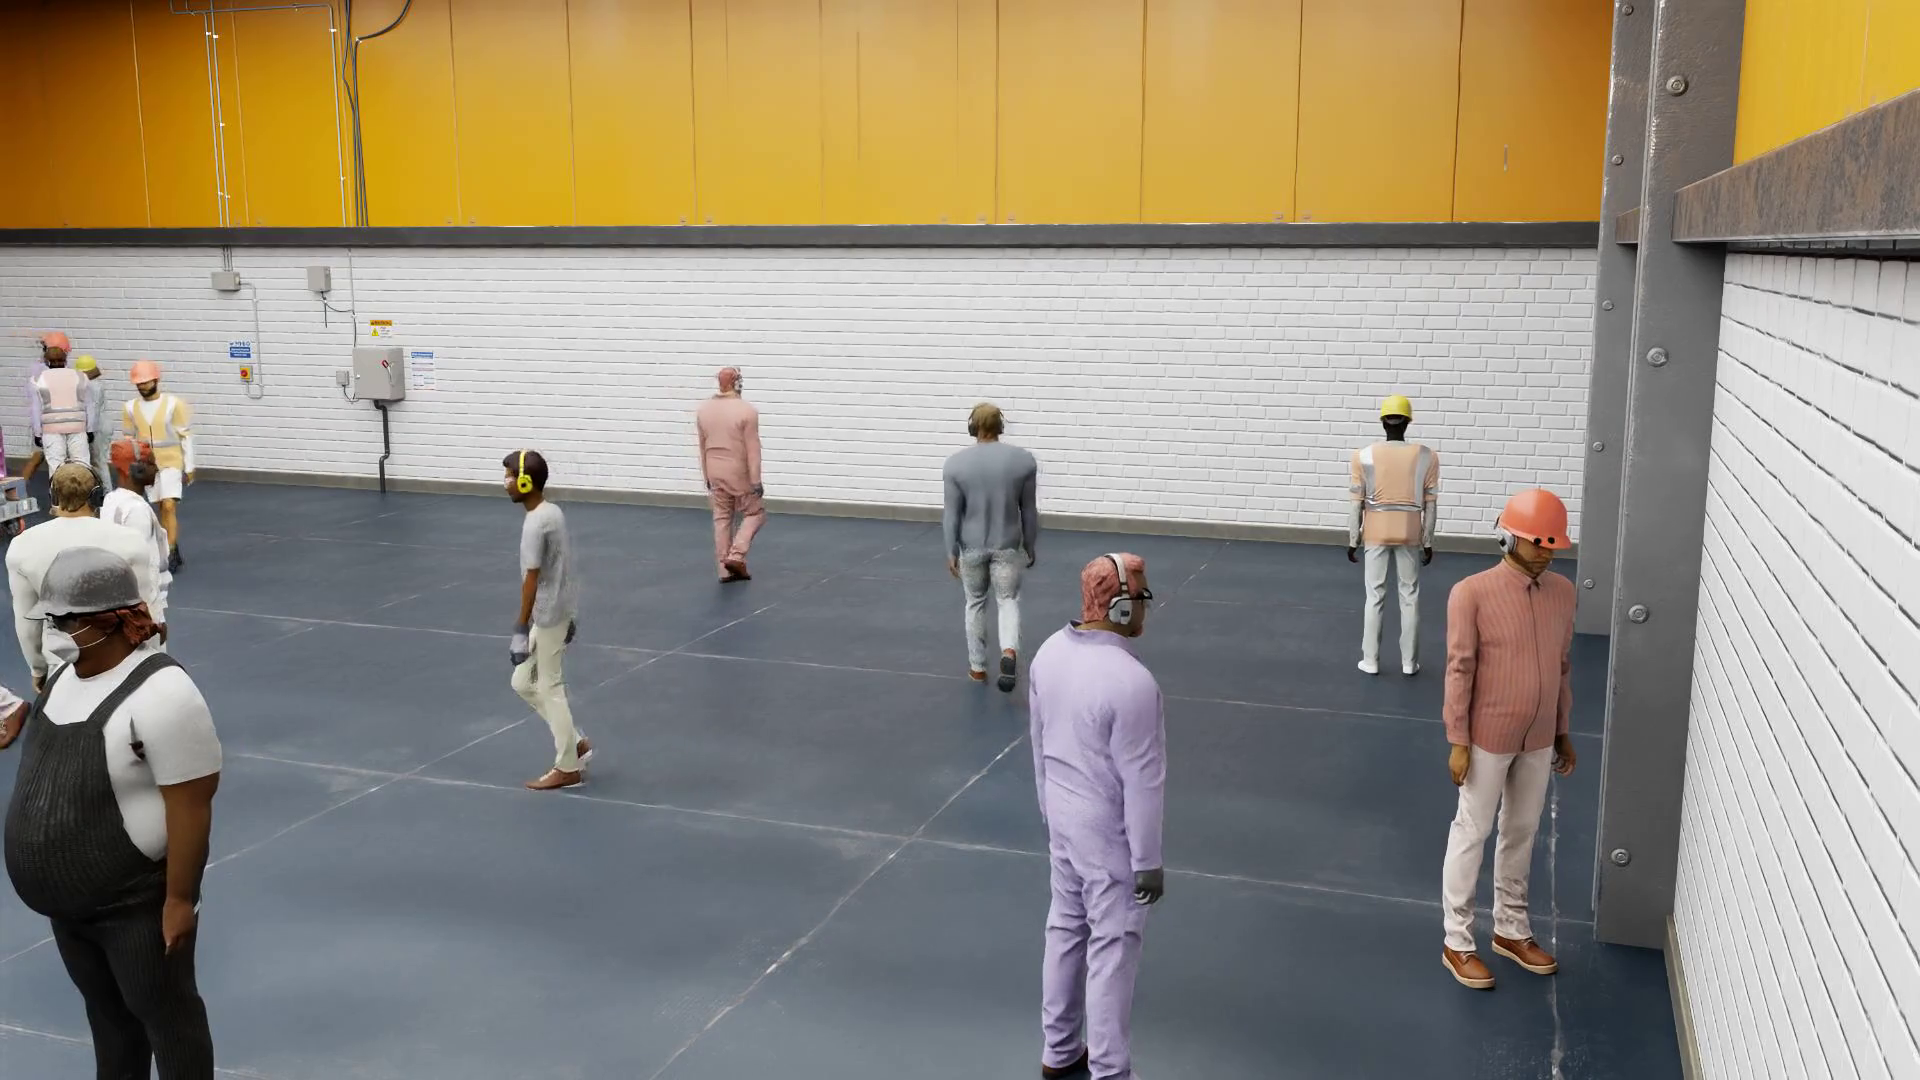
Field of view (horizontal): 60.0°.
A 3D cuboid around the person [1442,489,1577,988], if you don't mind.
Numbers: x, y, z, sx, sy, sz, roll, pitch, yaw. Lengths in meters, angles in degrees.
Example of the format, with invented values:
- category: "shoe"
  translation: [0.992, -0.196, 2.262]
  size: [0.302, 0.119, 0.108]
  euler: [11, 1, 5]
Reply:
- category: "person"
  translation: [2.195, 0.775, 6.607]
  size: [0.611, 1.987, 0.392]
  euler: [-4, 11, -22]

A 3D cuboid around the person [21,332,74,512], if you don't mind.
- category: "person"
  translation: [-10.052, -1.305, 18.369]
  size: [0.628, 1.978, 1.077]
  euler: [5, 11, 28]

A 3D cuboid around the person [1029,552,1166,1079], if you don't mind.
- category: "person"
  translation: [0.504, 0.983, 5.665]
  size: [0.403, 1.906, 0.651]
  euler: [-5, 11, -28]

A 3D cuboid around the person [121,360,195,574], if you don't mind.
- category: "person"
  translation: [-7.169, -0.641, 14.789]
  size: [0.579, 1.904, 0.836]
  euler: [-1, 10, -4]

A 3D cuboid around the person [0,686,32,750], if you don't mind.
- category: "person"
  translation: [-5.757, 0.323, 9.461]
  size: [0.520, 1.882, 0.692]
  euler: [-9, 13, -41]

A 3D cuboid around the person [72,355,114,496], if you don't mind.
- category: "person"
  translation: [-9.746, -1.236, 18.724]
  size: [0.365, 1.710, 0.527]
  euler: [-7, 12, -34]

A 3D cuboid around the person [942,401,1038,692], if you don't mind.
- category: "person"
  translation: [0.202, 0.057, 10.863]
  size: [0.636, 1.916, 0.755]
  euler: [-1, 10, -3]

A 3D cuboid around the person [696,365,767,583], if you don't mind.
- category: "person"
  translation: [-1.951, -0.561, 14.387]
  size: [0.676, 1.891, 0.432]
  euler: [6, 12, 30]

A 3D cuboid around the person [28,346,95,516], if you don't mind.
- category: "person"
  translation: [-9.727, -1.182, 18.040]
  size: [0.627, 1.844, 0.429]
  euler: [-8, 13, -39]

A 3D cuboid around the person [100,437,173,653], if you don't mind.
- category: "person"
  translation: [-4.532, 0.367, 9.203]
  size: [0.356, 1.883, 0.577]
  euler: [-9, 13, -41]

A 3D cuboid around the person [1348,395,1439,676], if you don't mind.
- category: "person"
  translation: [2.930, -0.024, 11.311]
  size: [0.589, 1.914, 0.397]
  euler: [2, 10, 9]

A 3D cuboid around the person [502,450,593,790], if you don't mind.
- category: "person"
  translation: [-2.228, 0.442, 8.896]
  size: [0.406, 1.846, 0.548]
  euler: [-2, 10, -11]

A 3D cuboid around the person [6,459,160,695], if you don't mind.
- category: "person"
  translation: [-4.087, 0.581, 7.839]
  size: [0.630, 1.940, 0.372]
  euler: [-2, 10, -10]
